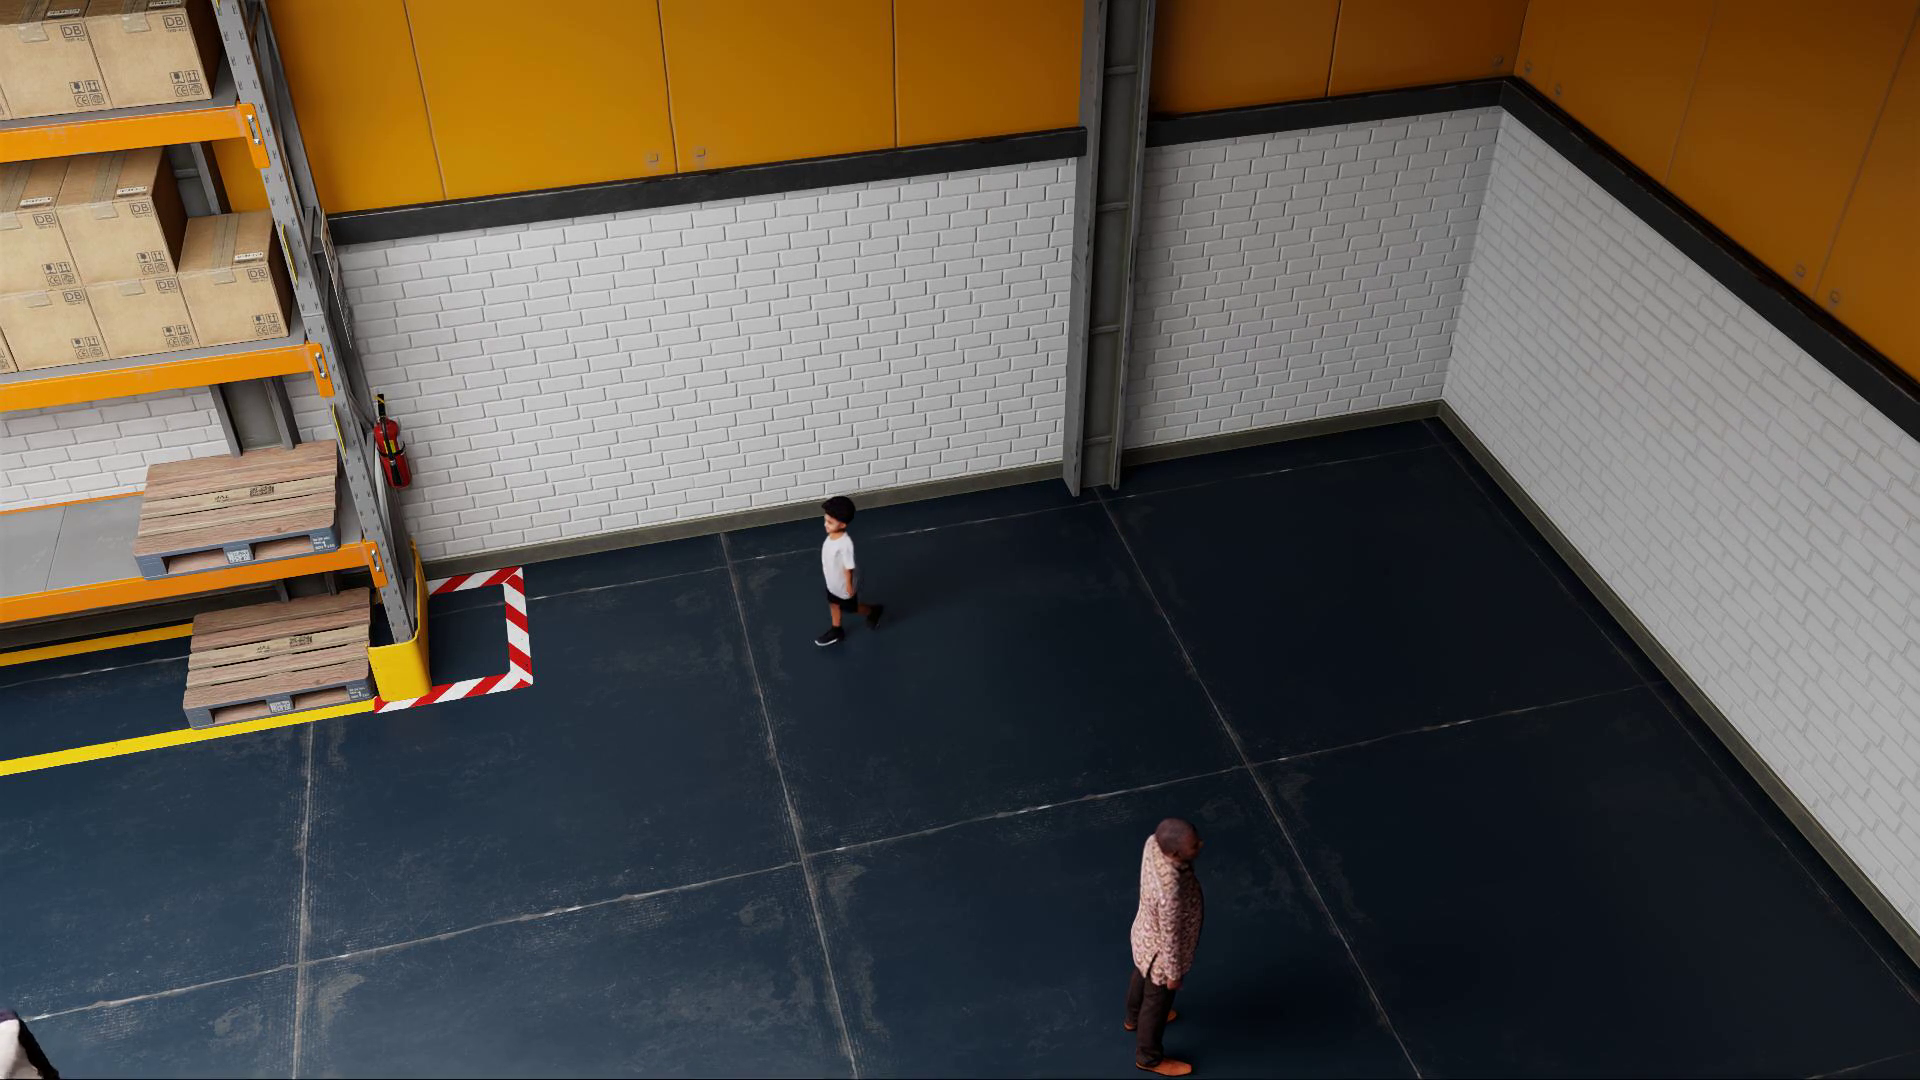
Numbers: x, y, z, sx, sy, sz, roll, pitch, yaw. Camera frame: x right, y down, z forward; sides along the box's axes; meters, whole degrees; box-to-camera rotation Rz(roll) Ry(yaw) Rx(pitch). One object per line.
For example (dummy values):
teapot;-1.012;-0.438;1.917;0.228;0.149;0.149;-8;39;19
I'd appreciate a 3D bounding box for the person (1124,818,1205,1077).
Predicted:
person;1.061;2.114;8.782;0.655;1.808;0.729;-2;39;-3

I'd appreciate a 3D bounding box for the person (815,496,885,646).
person;-0.781;0.205;11.620;0.790;1.249;0.603;-20;43;-23
